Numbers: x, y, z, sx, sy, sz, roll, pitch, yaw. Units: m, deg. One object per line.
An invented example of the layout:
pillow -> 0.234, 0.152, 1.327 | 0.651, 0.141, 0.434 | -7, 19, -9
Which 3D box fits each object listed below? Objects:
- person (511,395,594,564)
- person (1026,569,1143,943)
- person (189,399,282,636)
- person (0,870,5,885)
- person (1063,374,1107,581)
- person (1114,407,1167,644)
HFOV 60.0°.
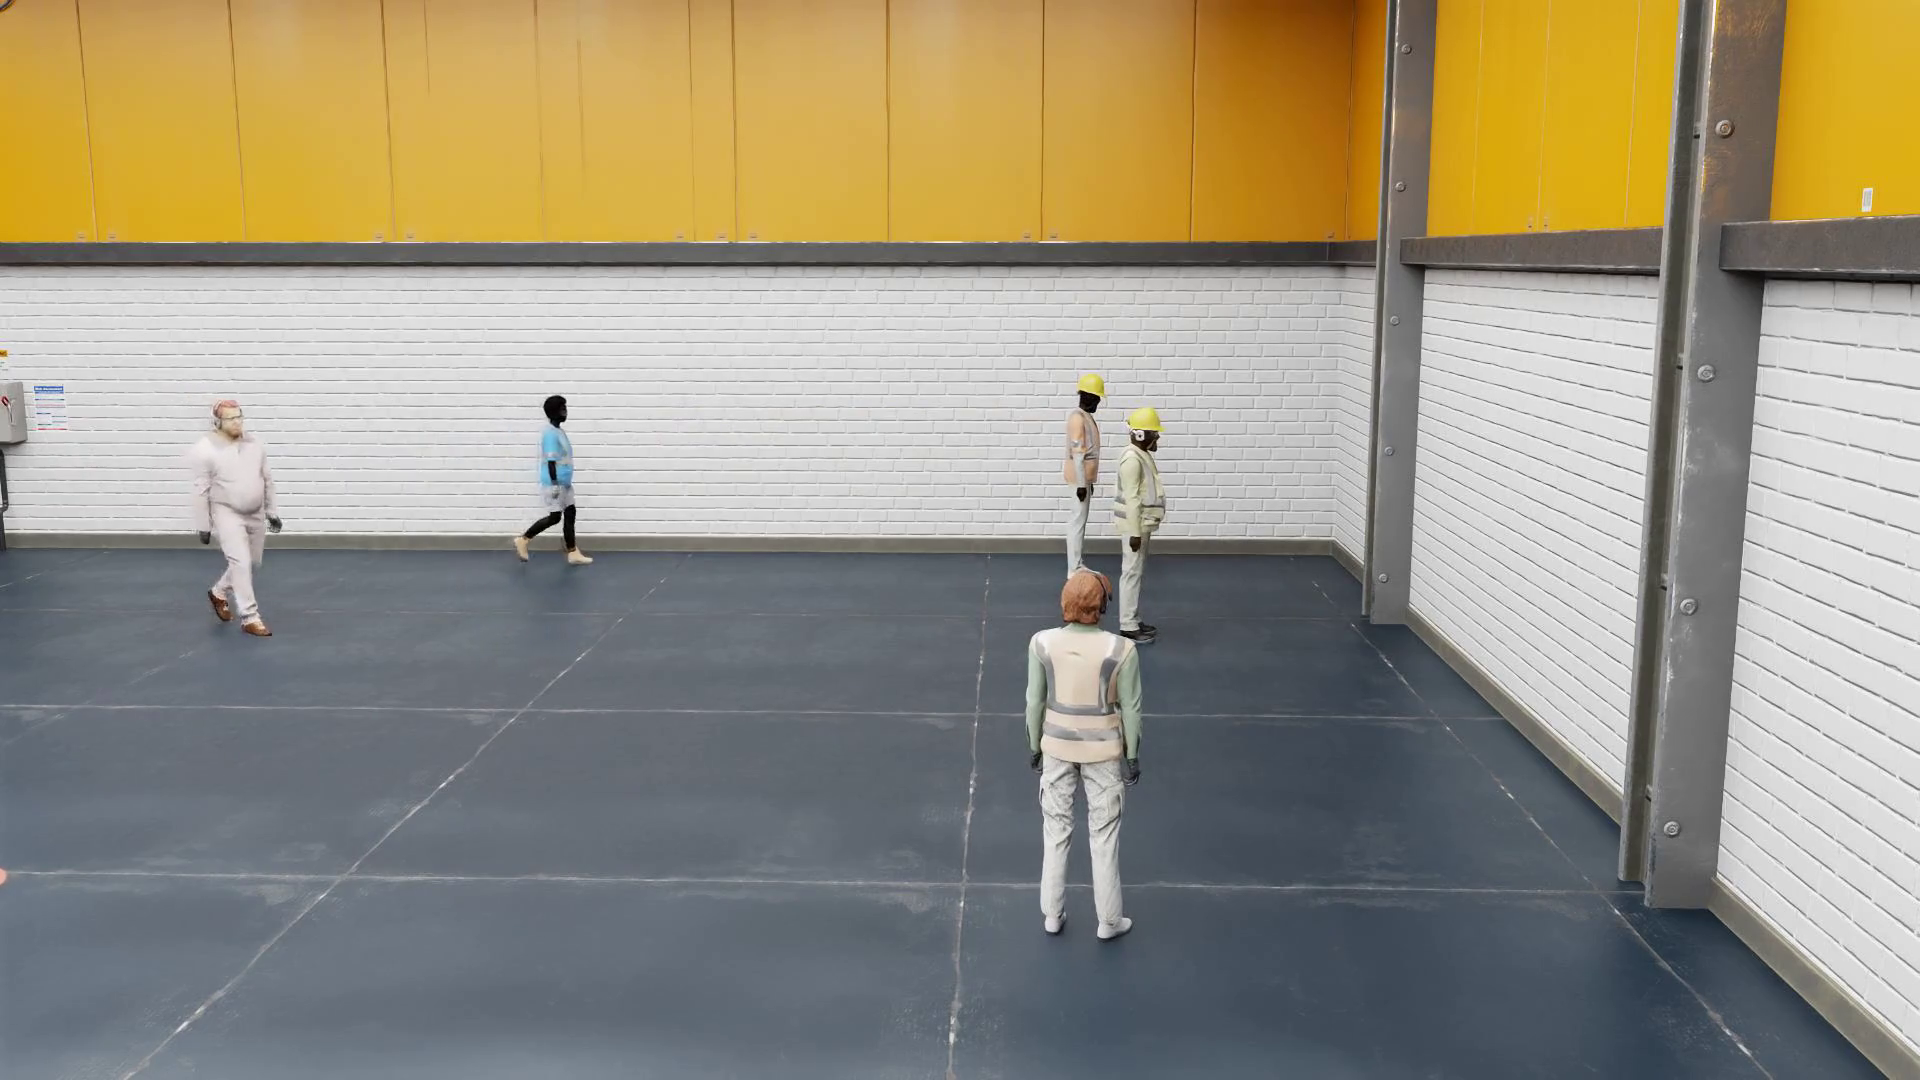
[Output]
person -> -3.955, -0.569, 16.050 | 0.690, 1.670, 0.536 | 0, 10, -2
person -> 0.541, 0.945, 7.287 | 0.523, 1.636, 0.310 | 3, 10, 20
person -> -5.816, -0.200, 13.287 | 0.849, 1.884, 0.636 | 5, 11, 29
person -> -2.046, 1.469, 3.336 | 0.542, 1.939, 0.364 | 10, 14, 44
person -> 1.155, -0.571, 15.343 | 0.378, 1.917, 0.584 | 2, 10, 10
person -> 1.403, -0.122, 12.969 | 0.404, 1.827, 0.600 | 2, 10, 11
